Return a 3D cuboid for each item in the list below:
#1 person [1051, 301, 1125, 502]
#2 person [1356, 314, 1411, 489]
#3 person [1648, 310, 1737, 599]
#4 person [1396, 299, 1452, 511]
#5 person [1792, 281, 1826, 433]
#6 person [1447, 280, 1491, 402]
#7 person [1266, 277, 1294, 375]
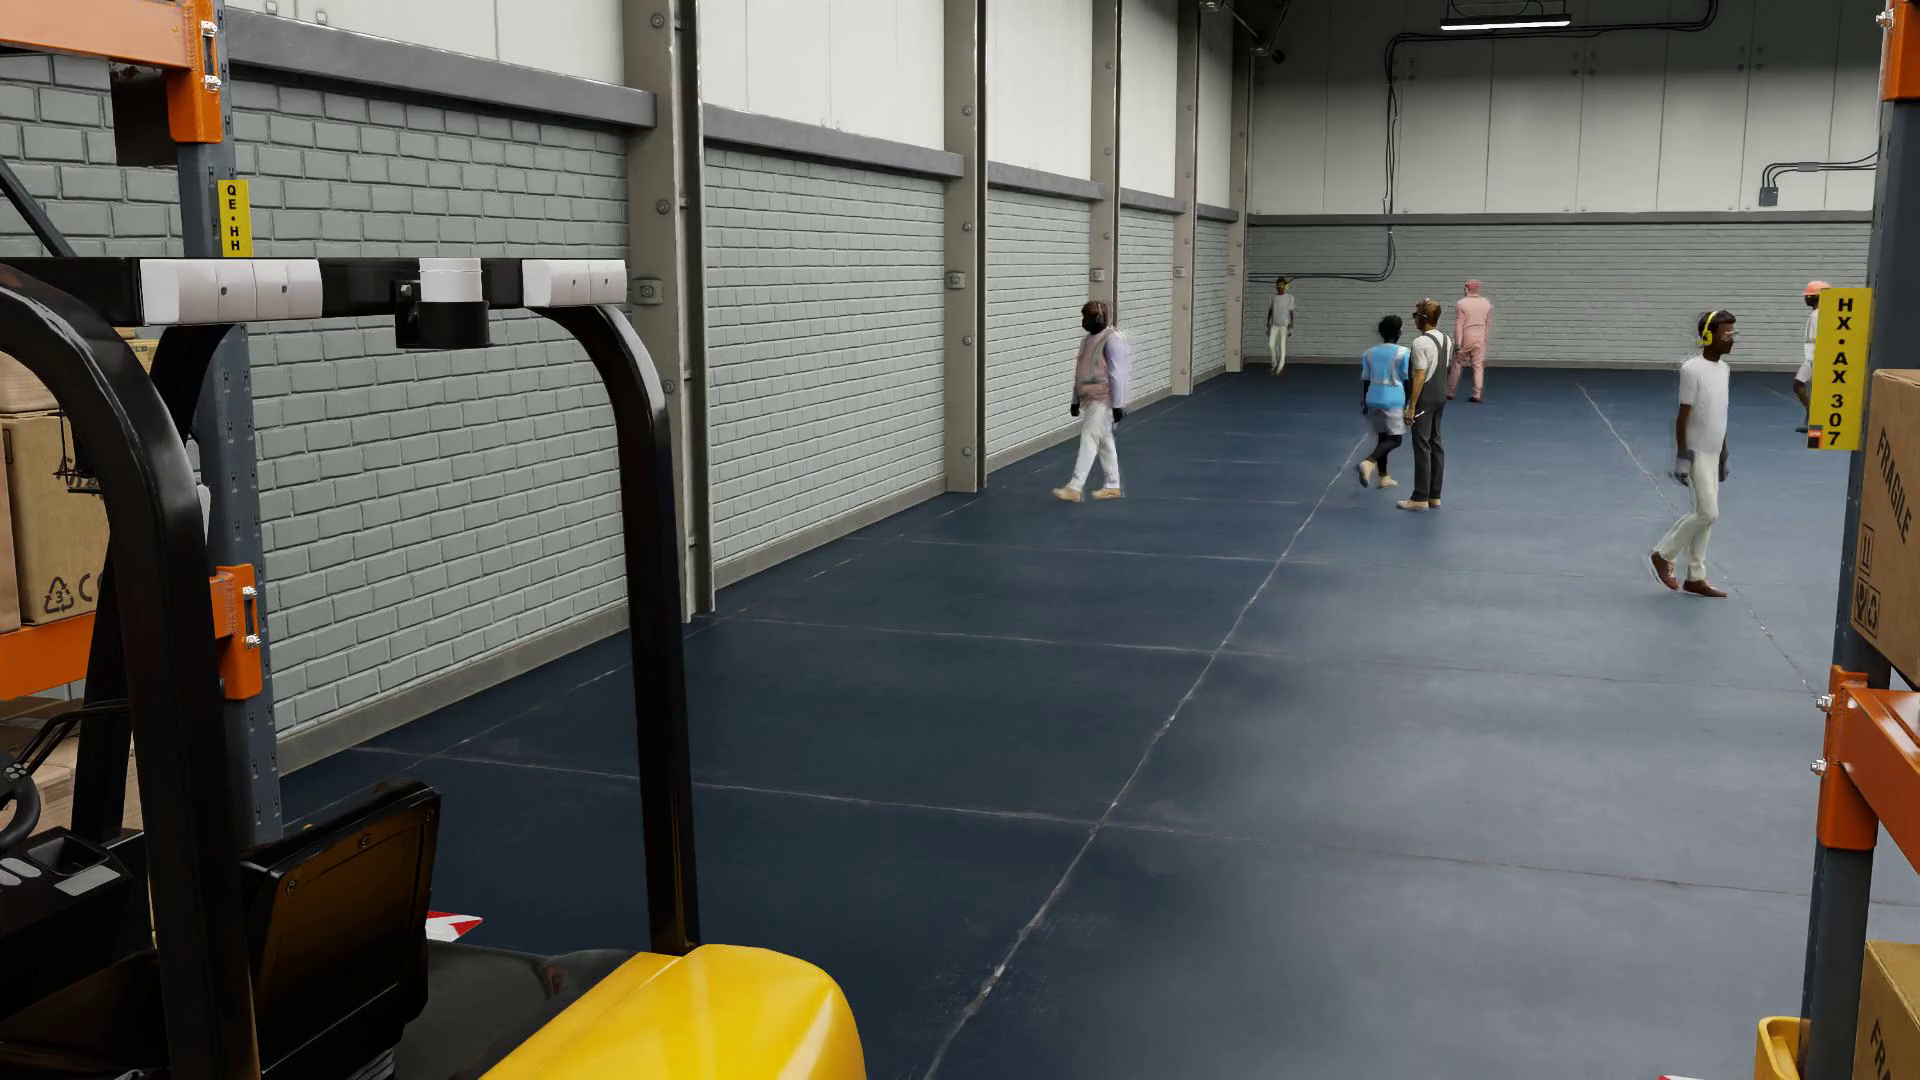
[{"bbox_3d":[1.129,-1.246,15.048,0.848,1.807,0.645,-3,10,-18],"label":"person"},{"bbox_3d":[3.969,-1.285,15.651,0.646,1.674,0.529,-7,12,-35],"label":"person"},{"bbox_3d":[4.800,-0.546,10.722,0.544,1.860,0.413,-8,12,-38],"label":"person"},{"bbox_3d":[4.061,-1.176,14.525,0.504,1.847,0.345,-9,13,-44],"label":"person"},{"bbox_3d":[10.756,-2.294,20.952,0.452,1.919,0.557,8,12,38],"label":"person"},{"bbox_3d":[7.849,-3.088,25.817,0.670,1.865,0.945,-3,10,-15],"label":"person"},{"bbox_3d":[6.065,-4.056,31.632,0.551,1.856,0.492,4,10,24],"label":"person"}]
